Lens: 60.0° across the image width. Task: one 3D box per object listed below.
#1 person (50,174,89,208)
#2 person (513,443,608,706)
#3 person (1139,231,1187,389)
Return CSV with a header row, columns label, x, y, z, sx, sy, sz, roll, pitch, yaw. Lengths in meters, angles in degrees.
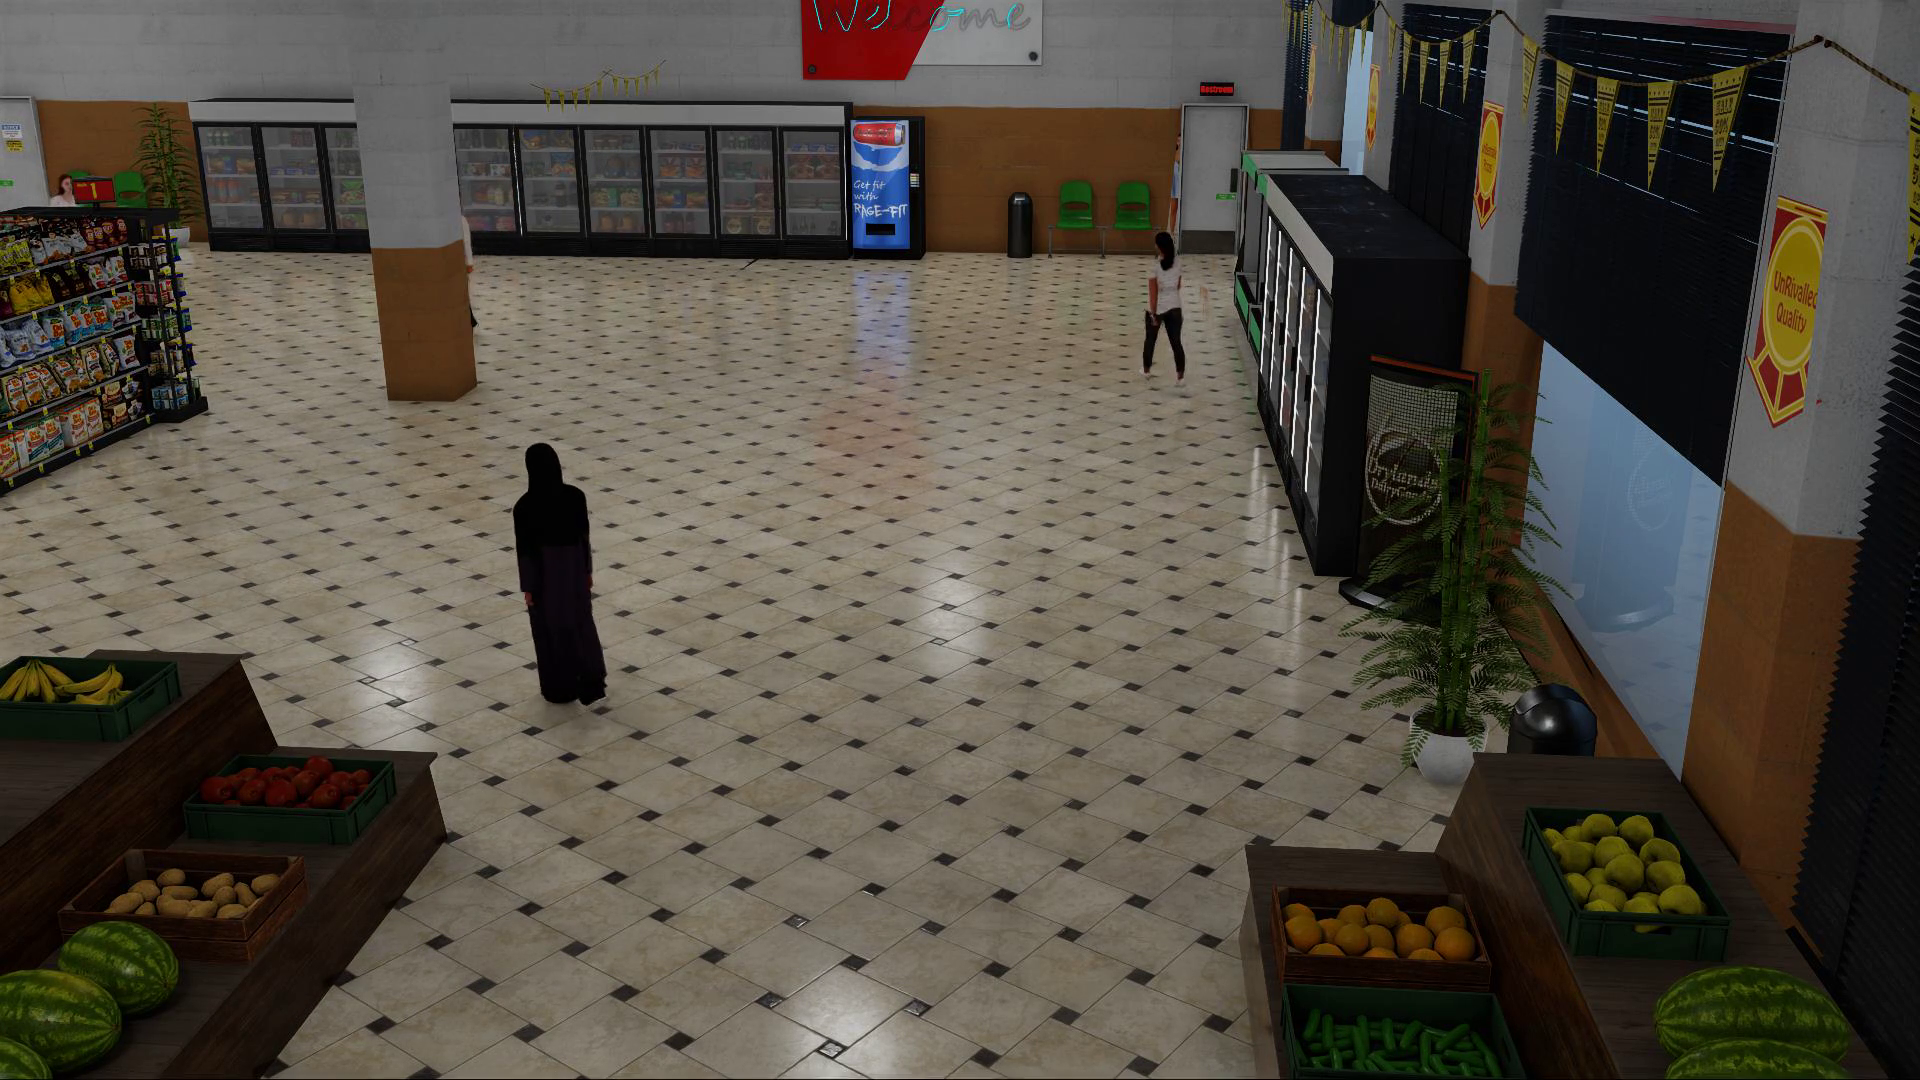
label,x,y,z,sx,sy,sz,roll,pitch,yaw
person,-11.379,-3.801,21.324,0.831,1.750,0.889,-16,24,-39
person,-2.302,0.235,9.591,0.853,1.599,0.988,-9,21,-25
person,2.169,-2.332,17.209,0.827,1.597,1.206,-5,19,-15
